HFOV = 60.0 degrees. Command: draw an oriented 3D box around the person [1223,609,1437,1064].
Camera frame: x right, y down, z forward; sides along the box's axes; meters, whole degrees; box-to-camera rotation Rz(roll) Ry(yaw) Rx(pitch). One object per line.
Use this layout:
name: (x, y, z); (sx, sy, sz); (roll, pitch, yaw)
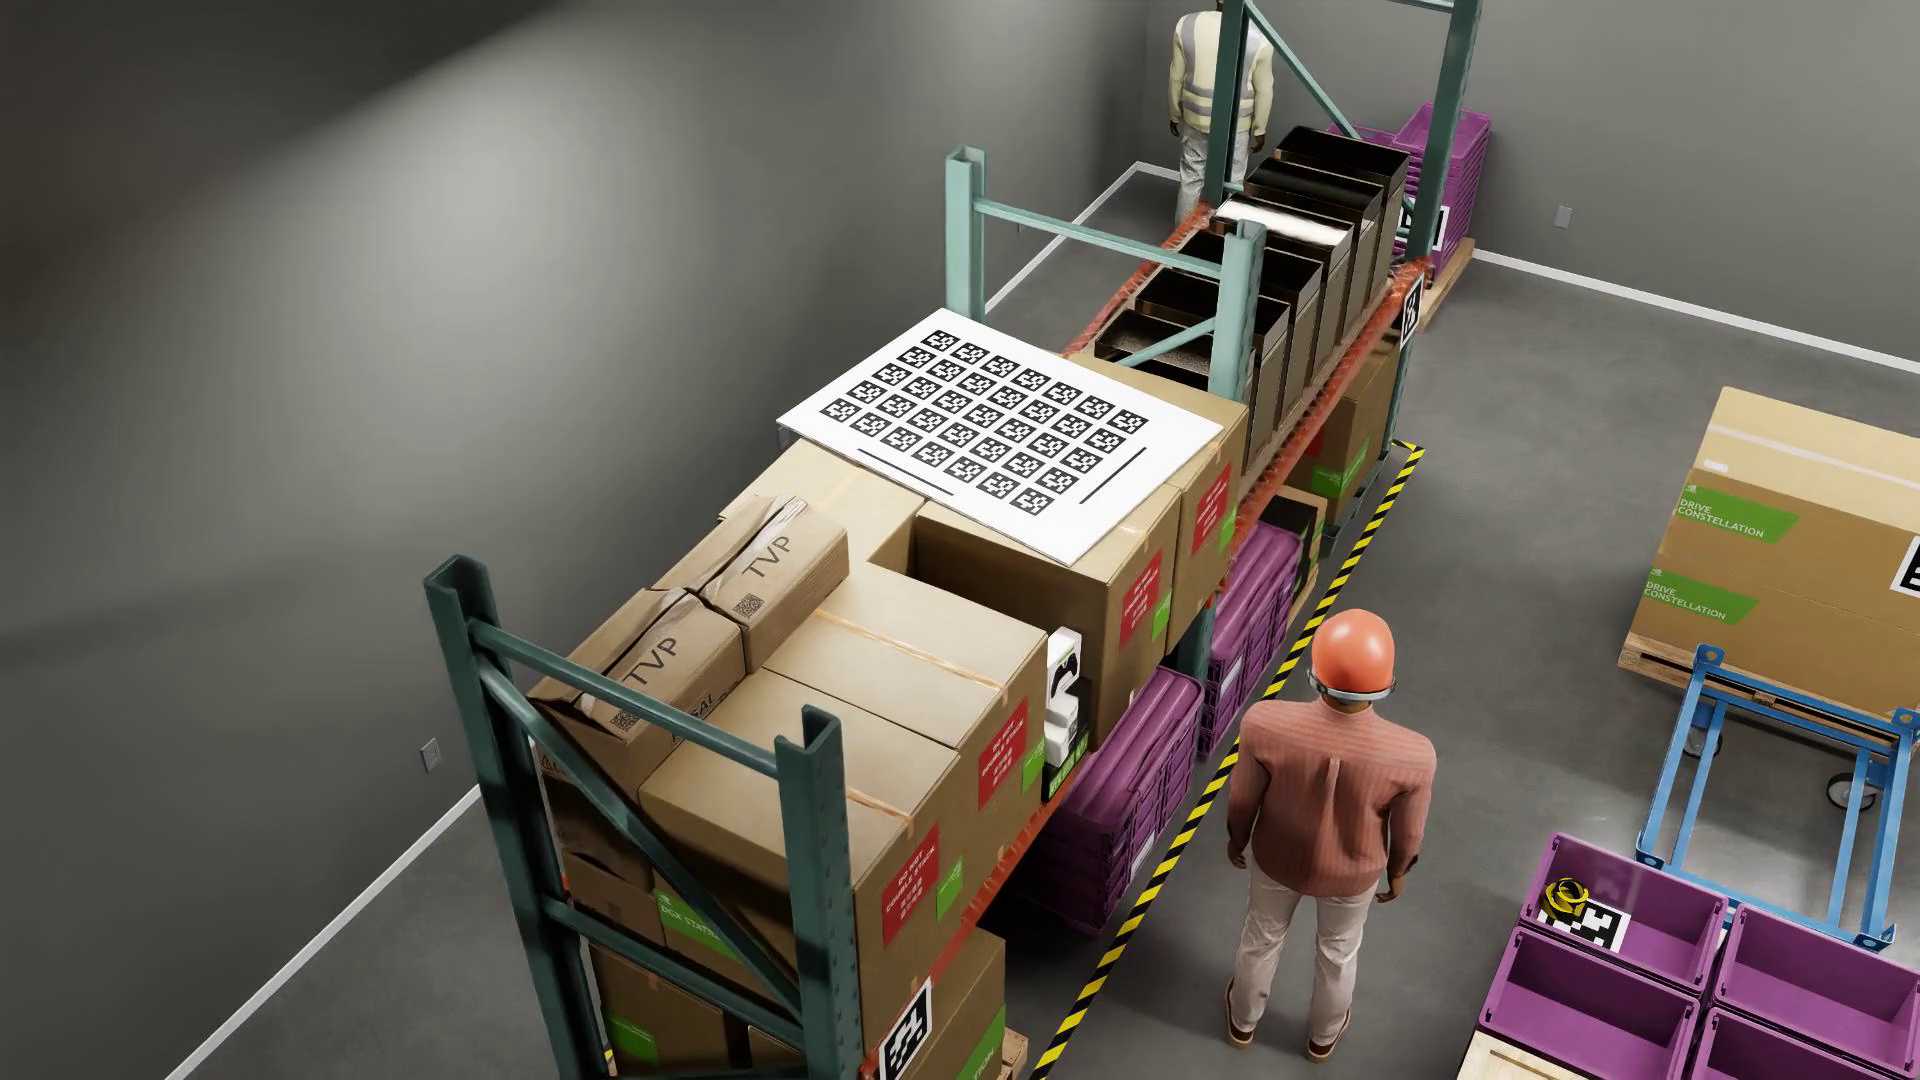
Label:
person: (1.154, 0.995, 5.366); (0.612, 1.997, 0.376); (10, 41, 12)

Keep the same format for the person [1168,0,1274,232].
person: (1.496, -2.454, 9.603); (0.600, 1.829, 0.404); (15, 42, 17)
